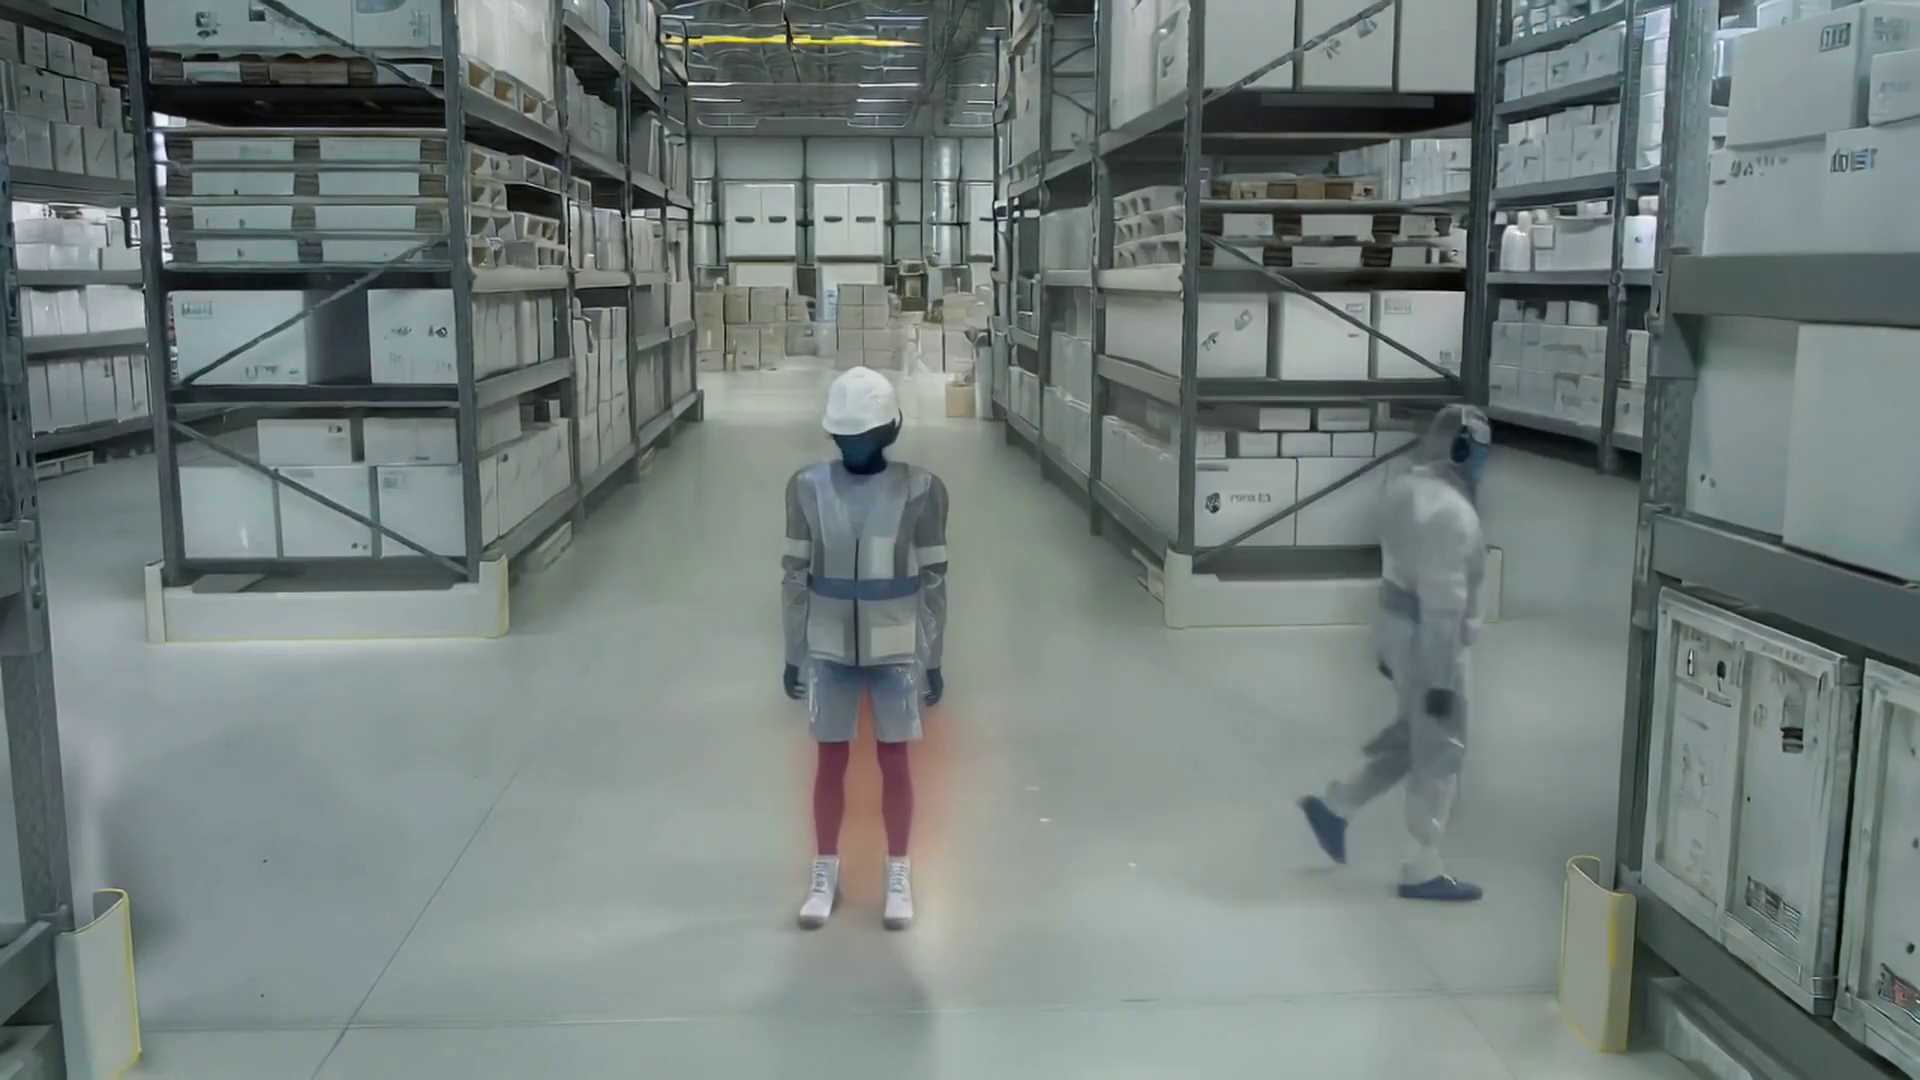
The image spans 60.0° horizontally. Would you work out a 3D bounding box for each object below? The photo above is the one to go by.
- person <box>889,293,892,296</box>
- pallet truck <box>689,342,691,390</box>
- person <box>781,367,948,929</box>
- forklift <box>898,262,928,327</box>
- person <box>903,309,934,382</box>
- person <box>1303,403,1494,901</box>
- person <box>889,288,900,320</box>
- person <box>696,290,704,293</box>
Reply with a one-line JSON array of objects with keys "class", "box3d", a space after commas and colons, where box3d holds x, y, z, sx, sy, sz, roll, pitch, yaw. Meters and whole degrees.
[{"class": "person", "box3d": [-2.547, -8.448, 62.582, 0.535, 1.697, 0.318, 0, 9, -2]}, {"class": "pallet truck", "box3d": [-5.225, -3.008, 27.480, 1.885, 1.965, 0.823, 2, 9, 14]}, {"class": "person", "box3d": [-0.347, 0.398, 5.982, 0.605, 2.034, 0.392, 1, 9, 5]}, {"class": "forklift", "box3d": [-1.643, -8.231, 57.511, 1.129, 2.768, 1.873, -1, 9, -4]}, {"class": "person", "box3d": [-0.911, -4.288, 36.691, 0.664, 1.617, 0.518, -2, 9, -15]}, {"class": "person", "box3d": [1.690, 0.423, 6.265, 0.587, 1.889, 0.681, 0, 9, -1]}, {"class": "person", "box3d": [-2.293, -7.801, 57.805, 0.638, 1.929, 0.374, 3, 10, 19]}, {"class": "person", "box3d": [-8.208, -6.869, 52.002, 0.557, 1.909, 0.600, -4, 10, -22]}]
